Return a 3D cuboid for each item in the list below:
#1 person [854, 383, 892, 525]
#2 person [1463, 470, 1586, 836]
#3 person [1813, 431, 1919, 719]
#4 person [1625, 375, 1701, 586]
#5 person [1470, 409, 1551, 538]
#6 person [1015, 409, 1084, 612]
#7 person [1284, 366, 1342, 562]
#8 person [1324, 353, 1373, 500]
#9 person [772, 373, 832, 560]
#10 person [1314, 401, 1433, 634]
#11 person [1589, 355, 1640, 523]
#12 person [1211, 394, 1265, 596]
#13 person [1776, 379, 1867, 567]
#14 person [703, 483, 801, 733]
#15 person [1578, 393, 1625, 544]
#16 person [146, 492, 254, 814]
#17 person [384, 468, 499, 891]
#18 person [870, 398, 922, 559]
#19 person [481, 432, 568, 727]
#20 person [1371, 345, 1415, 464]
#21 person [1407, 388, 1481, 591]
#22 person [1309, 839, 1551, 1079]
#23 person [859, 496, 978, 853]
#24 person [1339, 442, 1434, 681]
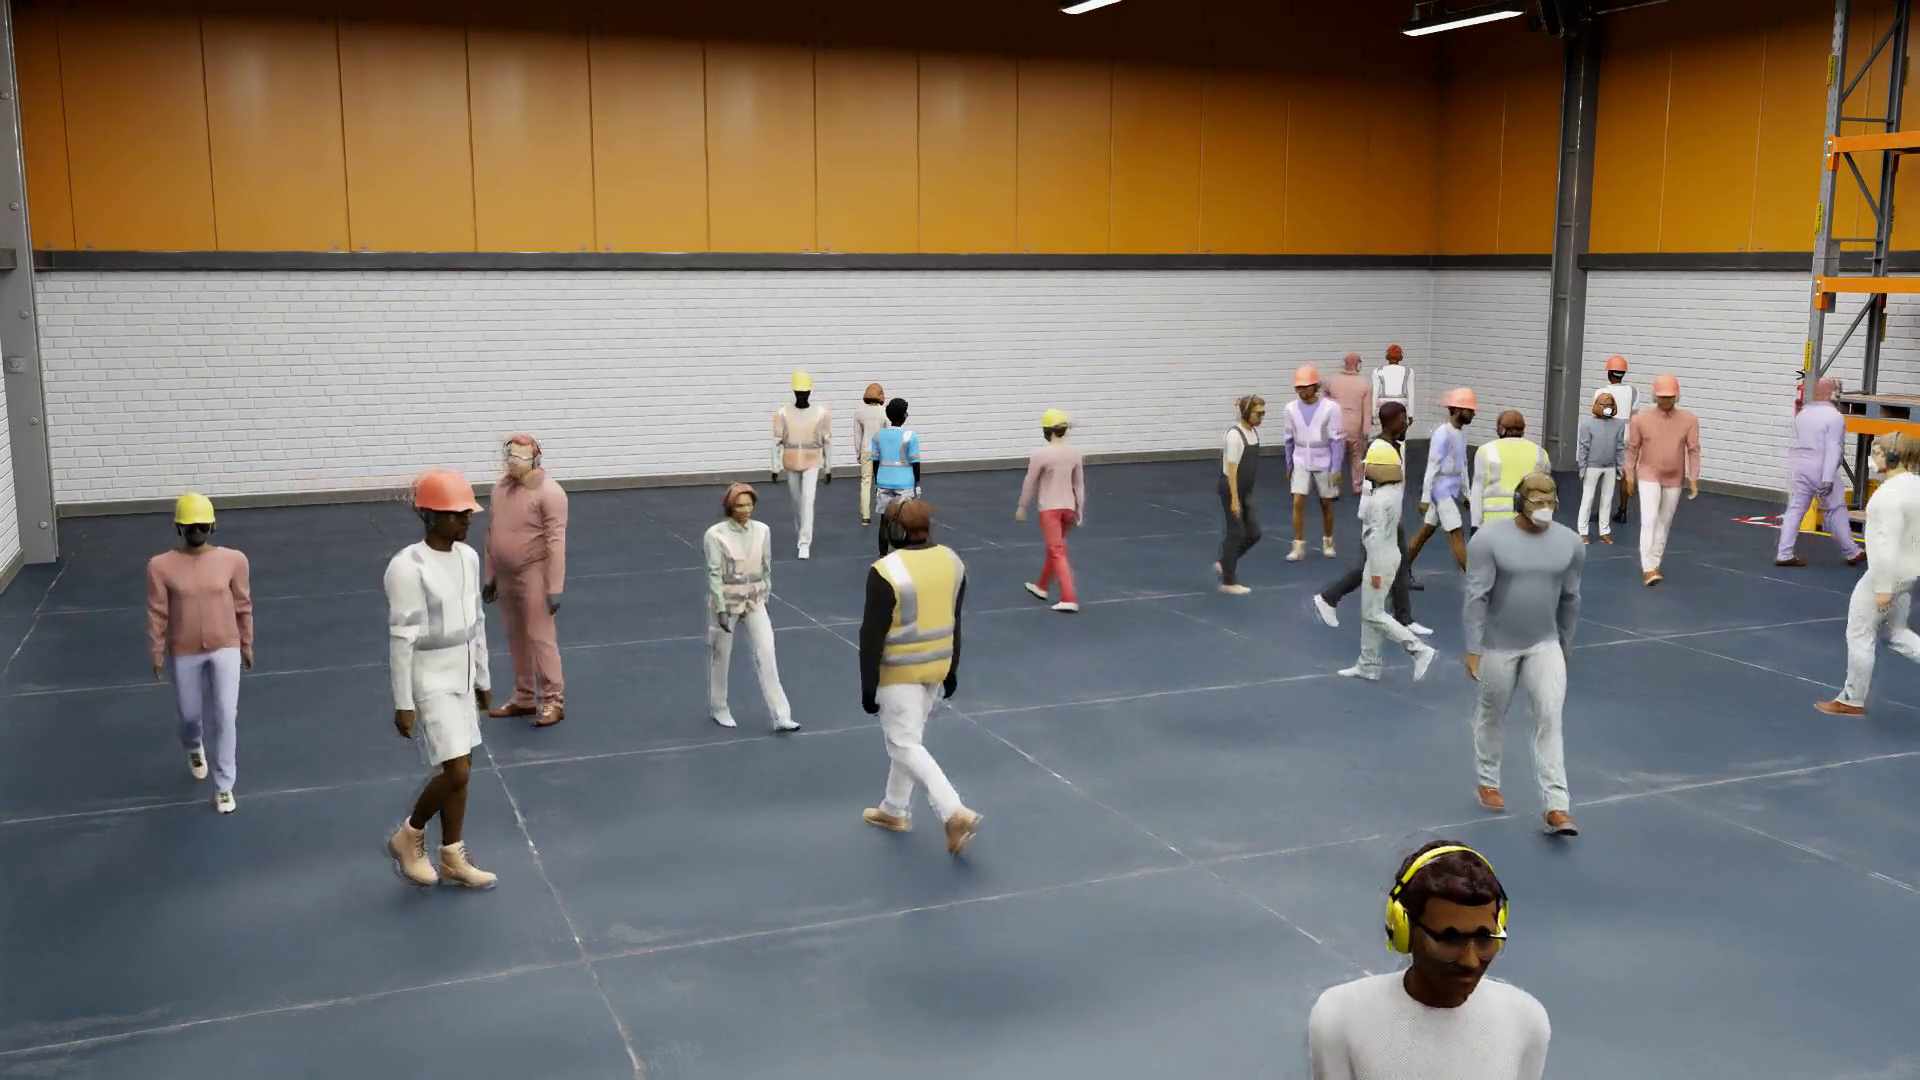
[{"bbox_3d":[-0.968,-0.976,18.987,0.497,1.632,0.289,3,10,18],"label":"person"},{"bbox_3d":[2.963,0.590,8.720,0.656,1.894,0.983,0,9,3],"label":"person"},{"bbox_3d":[6.090,0.253,10.728,0.826,1.917,0.636,8,12,41],"label":"person"},{"bbox_3d":[6.536,-0.546,15.430,0.612,1.945,0.963,2,10,11],"label":"person"},{"bbox_3d":[4.423,-0.135,13.402,0.637,1.810,0.501,0,9,-2],"label":"person"},{"bbox_3d":[0.770,-0.265,14.407,0.541,1.727,0.897,-7,12,-36],"label":"person"},{"bbox_3d":[3.564,-0.770,16.751,0.613,1.983,0.756,5,11,29],"label":"person"},{"bbox_3d":[4.937,-1.441,21.151,0.640,1.855,0.984,4,10,24],"label":"person"},{"bbox_3d":[-1.625,-0.788,17.125,0.601,1.883,0.992,0,9,2],"label":"person"},{"bbox_3d":[3.368,-0.183,13.422,0.877,1.895,0.596,5,10,26],"label":"person"},{"bbox_3d":[7.498,-1.149,19.114,0.543,1.939,0.361,-1,9,-9],"label":"person"},{"bbox_3d":[2.509,-0.401,14.923,0.412,1.822,0.516,7,12,38],"label":"person"},{"bbox_3d":[8.520,-0.648,16.317,0.994,1.850,0.666,-2,10,-10],"label":"person"},{"bbox_3d":[-1.342,0.448,10.462,0.519,1.598,0.842,-7,12,-38],"label":"person"},{"bbox_3d":[6.818,-0.759,17.705,0.494,1.624,0.279,-1,9,-8],"label":"person"},{"bbox_3d":[-4.191,0.585,9.203,0.530,1.744,0.746,-4,10,-25],"label":"person"},{"bbox_3d":[-2.408,0.673,7.798,0.437,2.030,0.640,3,10,16],"label":"person"},{"bbox_3d":[-0.605,-0.523,16.049,0.541,1.696,0.315,5,11,27],"label":"person"},{"bbox_3d":[-2.819,0.253,10.768,0.706,1.895,0.405,8,12,39],"label":"person"},{"bbox_3d":[5.940,-1.741,22.873,0.587,1.879,0.342,1,9,9],"label":"person"},{"bbox_3d":[4.401,-0.432,14.951,1.048,1.871,0.550,6,11,32],"label":"person"},{"bbox_3d":[0.919,1.483,3.430,0.528,1.850,0.757,0,9,0],"label":"person"},{"bbox_3d":[-0.212,0.679,8.445,0.839,1.814,0.633,9,13,42],"label":"person"},{"bbox_3d":[3.040,0.173,11.755,0.636,1.726,0.490,5,11,29],"label":"person"}]
